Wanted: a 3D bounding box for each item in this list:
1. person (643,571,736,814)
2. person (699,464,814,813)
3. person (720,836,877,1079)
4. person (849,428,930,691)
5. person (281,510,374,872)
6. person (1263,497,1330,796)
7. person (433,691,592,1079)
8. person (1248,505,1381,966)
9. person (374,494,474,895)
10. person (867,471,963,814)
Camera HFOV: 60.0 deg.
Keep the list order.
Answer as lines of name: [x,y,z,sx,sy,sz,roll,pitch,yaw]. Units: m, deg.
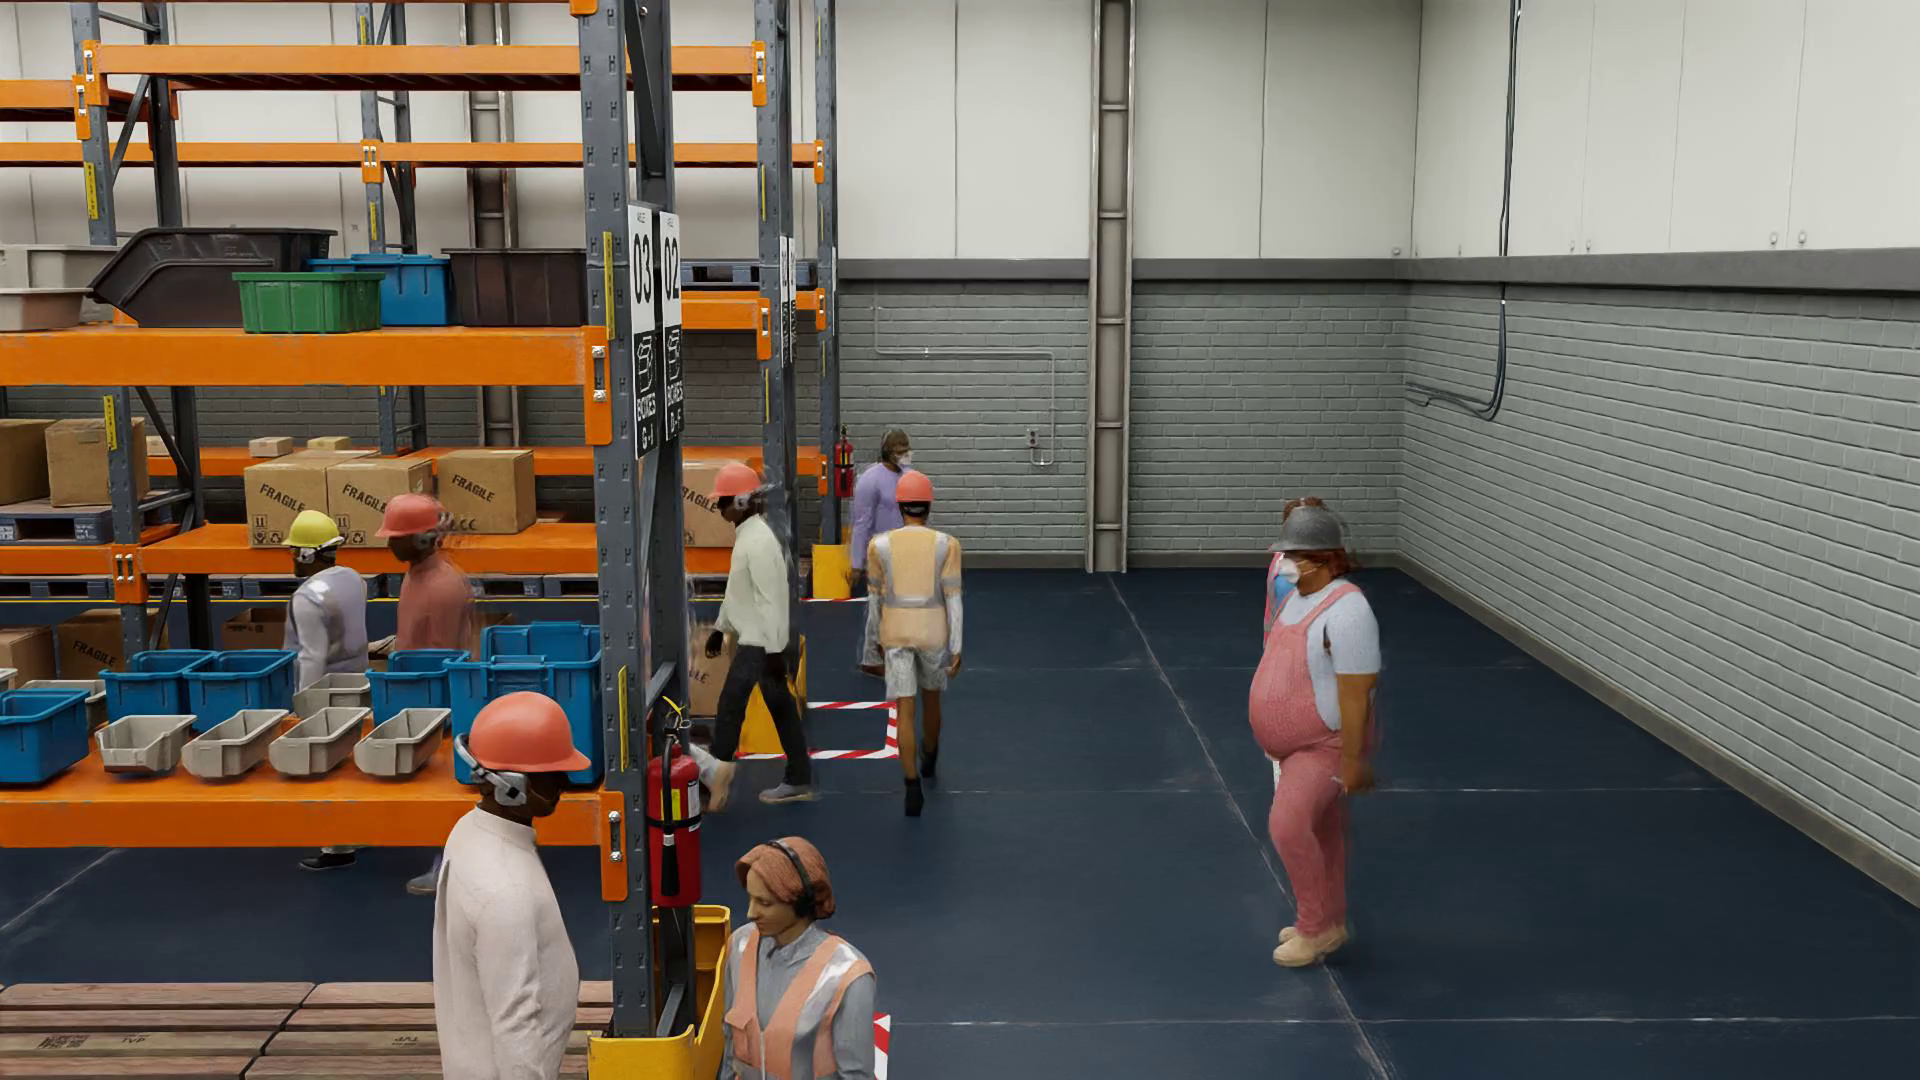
person: [-1.552,0.710,8.782,0.716,1.817,0.637,-4,10,-25]
person: [-1.260,0.553,9.309,0.945,1.947,0.605,-1,9,-8]
person: [-0.409,1.539,4.243,0.524,1.631,0.315,8,12,39]
person: [-0.415,0.136,11.999,0.877,1.893,0.760,6,11,32]
person: [-3.202,0.759,8.407,0.404,1.833,0.591,1,9,5]
person: [1.820,0.687,8.816,0.429,1.846,0.626,2,9,11]
person: [-1.132,1.358,4.292,0.407,1.981,0.625,-4,10,-22]
person: [1.513,0.838,7.284,0.587,2.000,0.703,-1,9,-8]
person: [-2.555,0.746,8.070,0.475,1.971,0.617,-7,12,-37]
person: [-0.257,0.545,9.568,0.541,1.873,1.007,0,9,-1]
